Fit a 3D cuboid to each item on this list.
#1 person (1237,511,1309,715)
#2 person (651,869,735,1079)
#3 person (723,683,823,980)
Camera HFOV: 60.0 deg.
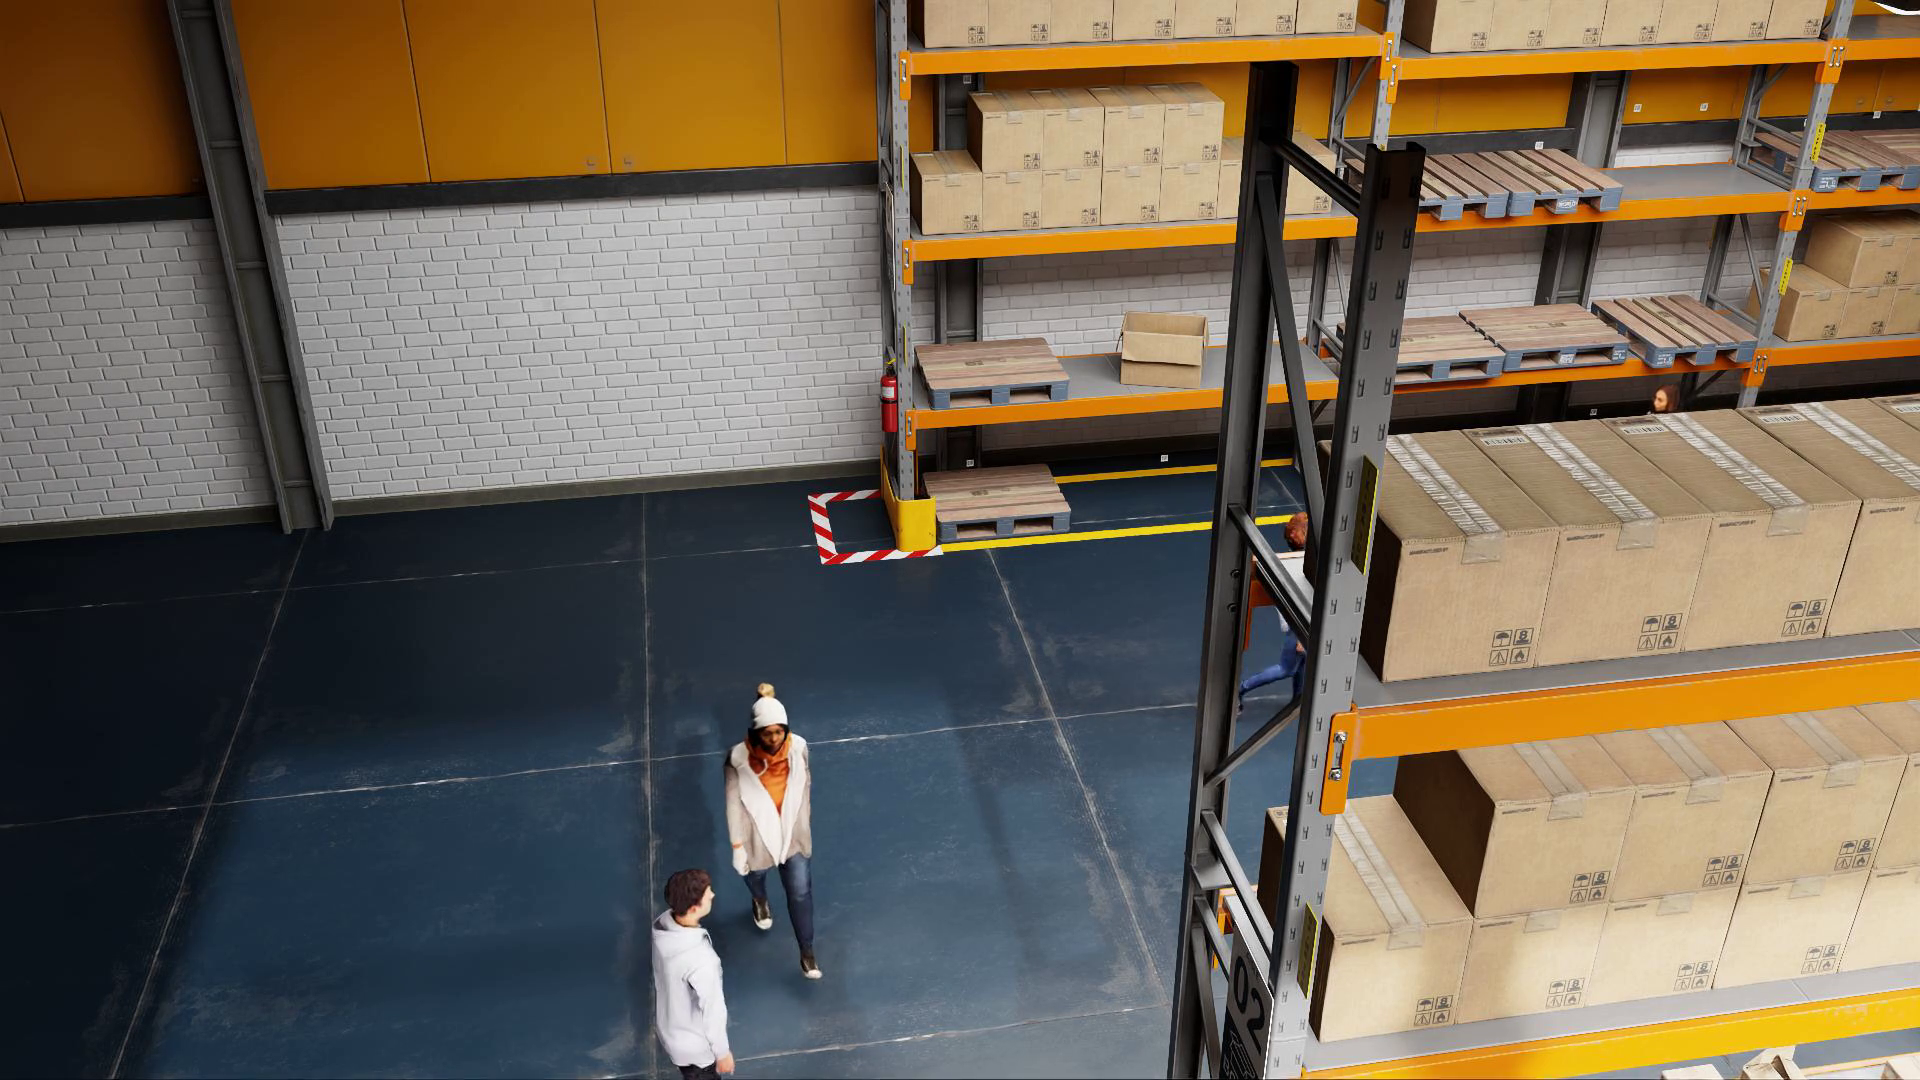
[{"bbox_3d":[2.352,0.570,12.059,1.081,1.687,0.791,2,29,3],"label":"person"},{"bbox_3d":[-1.419,2.502,8.288,1.195,1.906,0.973,-19,34,-31],"label":"person"},{"bbox_3d":[-1.157,1.654,9.917,1.159,1.836,0.888,-10,30,-17],"label":"person"}]
